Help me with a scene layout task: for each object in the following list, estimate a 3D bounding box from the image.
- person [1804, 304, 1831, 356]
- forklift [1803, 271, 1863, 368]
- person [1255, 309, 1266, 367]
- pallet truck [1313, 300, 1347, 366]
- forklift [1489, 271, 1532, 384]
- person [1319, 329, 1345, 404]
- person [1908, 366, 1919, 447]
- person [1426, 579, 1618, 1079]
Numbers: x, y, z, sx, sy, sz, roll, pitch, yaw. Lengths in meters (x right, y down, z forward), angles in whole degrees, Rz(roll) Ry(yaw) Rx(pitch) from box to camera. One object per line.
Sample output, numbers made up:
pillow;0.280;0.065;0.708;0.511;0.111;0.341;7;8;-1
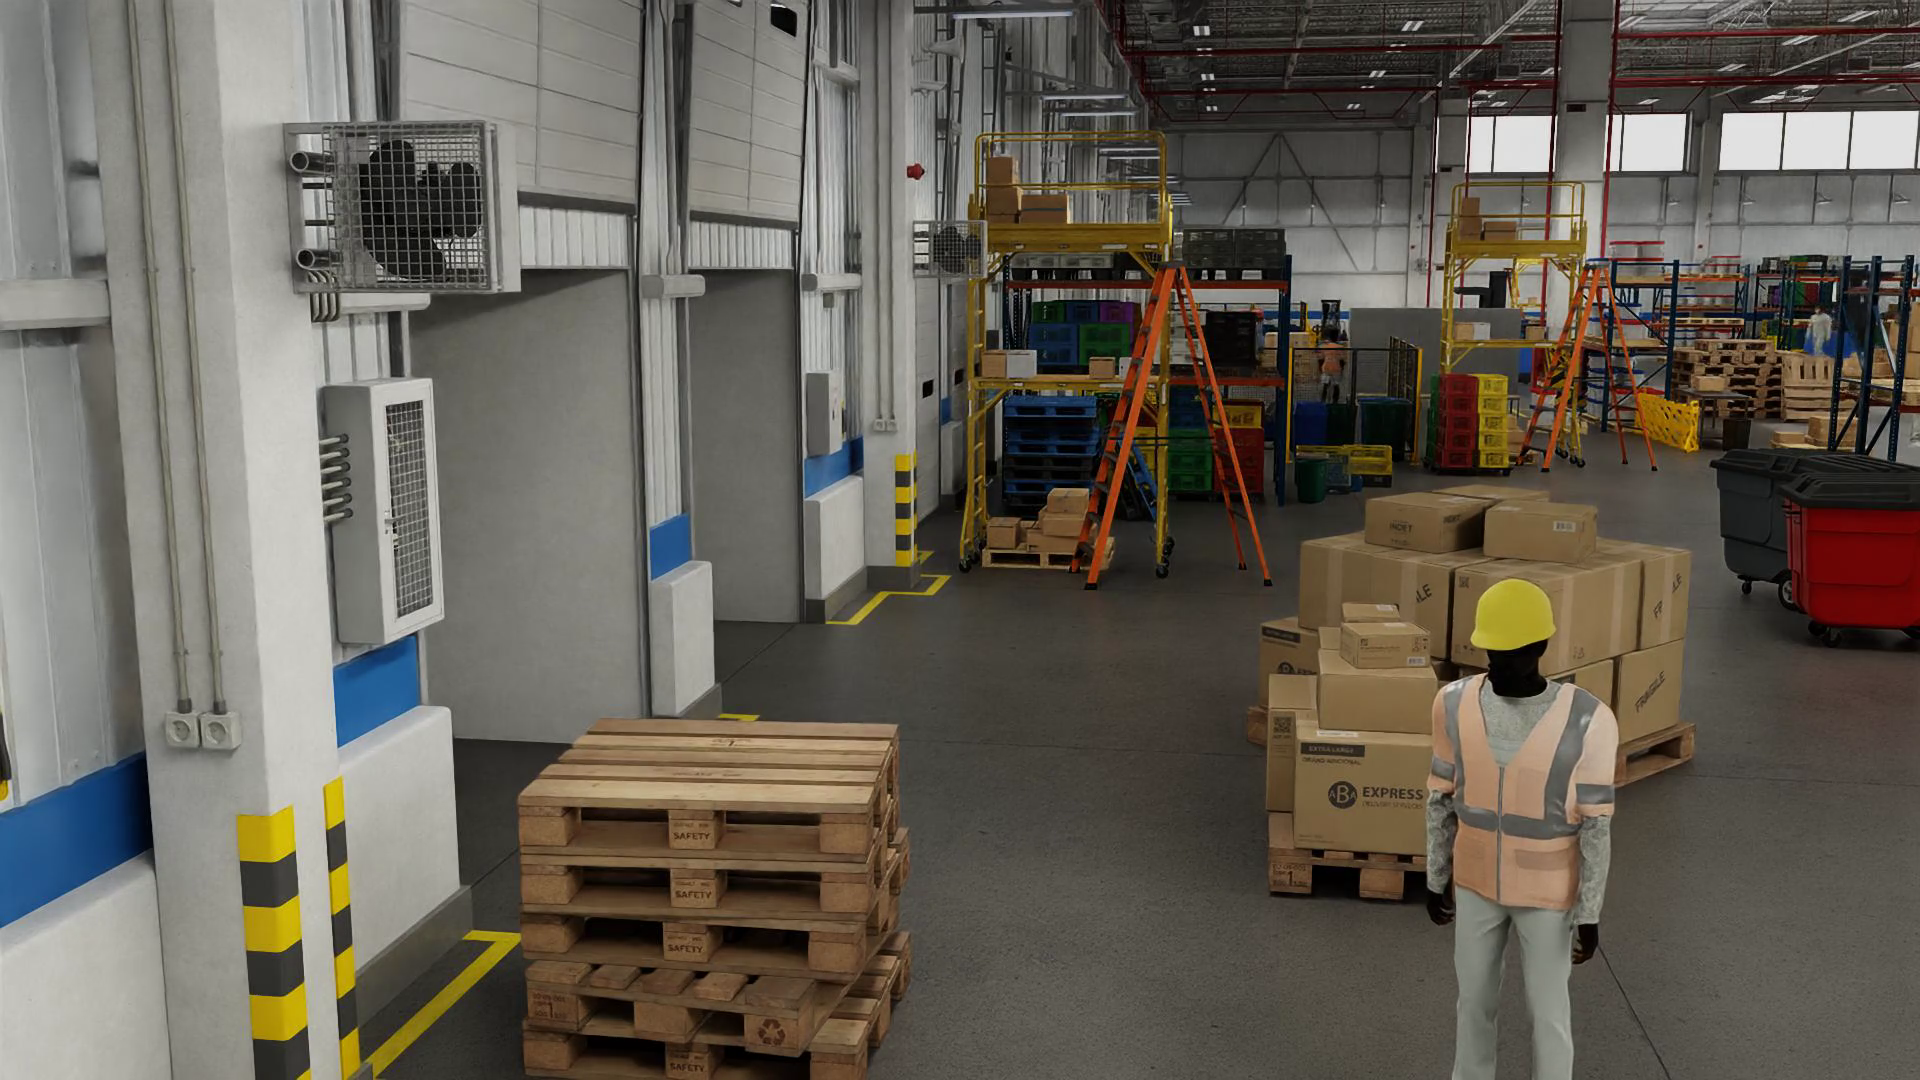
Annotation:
person;24.250;-5.728;47.124;1.034;1.885;0.623;-2;10;-15
forklift;25.475;-6.337;47.851;1.873;2.768;1.129;0;9;2
person;7.253;-4.751;41.102;0.930;1.903;0.539;6;11;32
pallet truck;11.159;-6.200;49.718;0.823;1.965;1.885;4;10;26
forklift;13.422;-5.322;41.591;1.873;2.768;1.129;1;9;9
person;7.545;-3.445;33.779;0.538;1.673;0.806;4;10;25
person;15.590;-2.351;26.802;0.346;1.736;0.484;9;13;43
person;1.711;1.063;5.177;0.586;1.918;0.398;7;12;38
